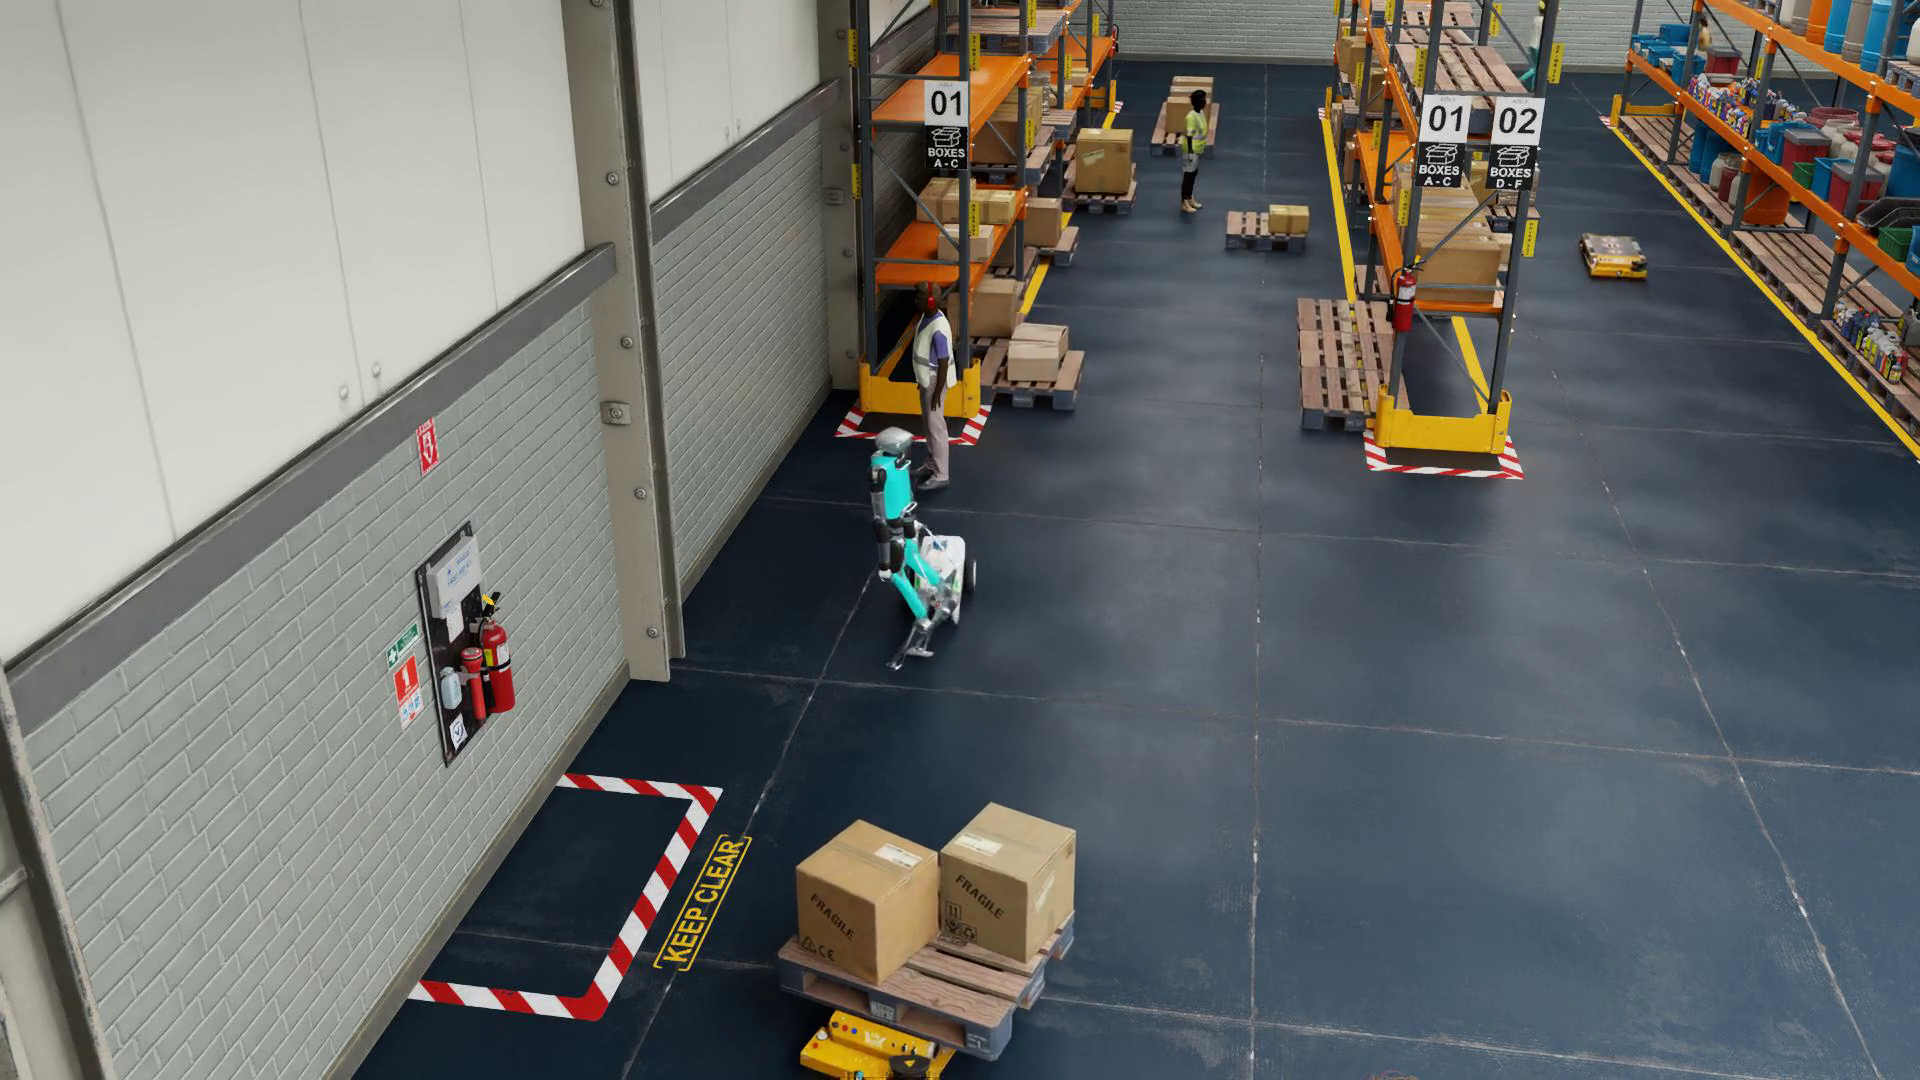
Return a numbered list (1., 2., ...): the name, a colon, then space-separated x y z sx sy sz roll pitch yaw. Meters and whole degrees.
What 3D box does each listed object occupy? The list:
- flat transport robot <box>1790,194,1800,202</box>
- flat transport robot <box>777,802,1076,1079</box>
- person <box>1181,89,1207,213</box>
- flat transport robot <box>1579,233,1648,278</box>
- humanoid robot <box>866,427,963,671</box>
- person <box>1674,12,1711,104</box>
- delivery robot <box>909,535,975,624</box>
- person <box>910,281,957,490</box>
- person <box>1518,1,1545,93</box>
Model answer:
1. flat transport robot: 12.392 -5.204 24.496 0.659 0.231 1.431 4 25 9
2. flat transport robot: -0.175 2.269 8.500 0.659 0.231 1.431 12 27 23
3. person: 3.298 -5.472 23.381 0.331 1.693 0.546 11 27 22
4. flat transport robot: 8.267 -3.609 21.082 0.659 0.231 1.431 6 26 12
5. humanoid robot: -0.264 0.098 11.392 0.678 1.776 0.549 10 27 20
6. person: 13.171 -8.492 29.726 1.009 1.794 0.509 9 26 18
7. delivery robot: -0.147 0.249 12.487 0.499 0.595 0.791 1 25 3
8. person: -0.233 -1.343 14.368 0.378 1.844 0.568 -6 26 -12
9. person: 10.998 -9.408 31.731 0.546 1.752 0.535 -2 25 -5
